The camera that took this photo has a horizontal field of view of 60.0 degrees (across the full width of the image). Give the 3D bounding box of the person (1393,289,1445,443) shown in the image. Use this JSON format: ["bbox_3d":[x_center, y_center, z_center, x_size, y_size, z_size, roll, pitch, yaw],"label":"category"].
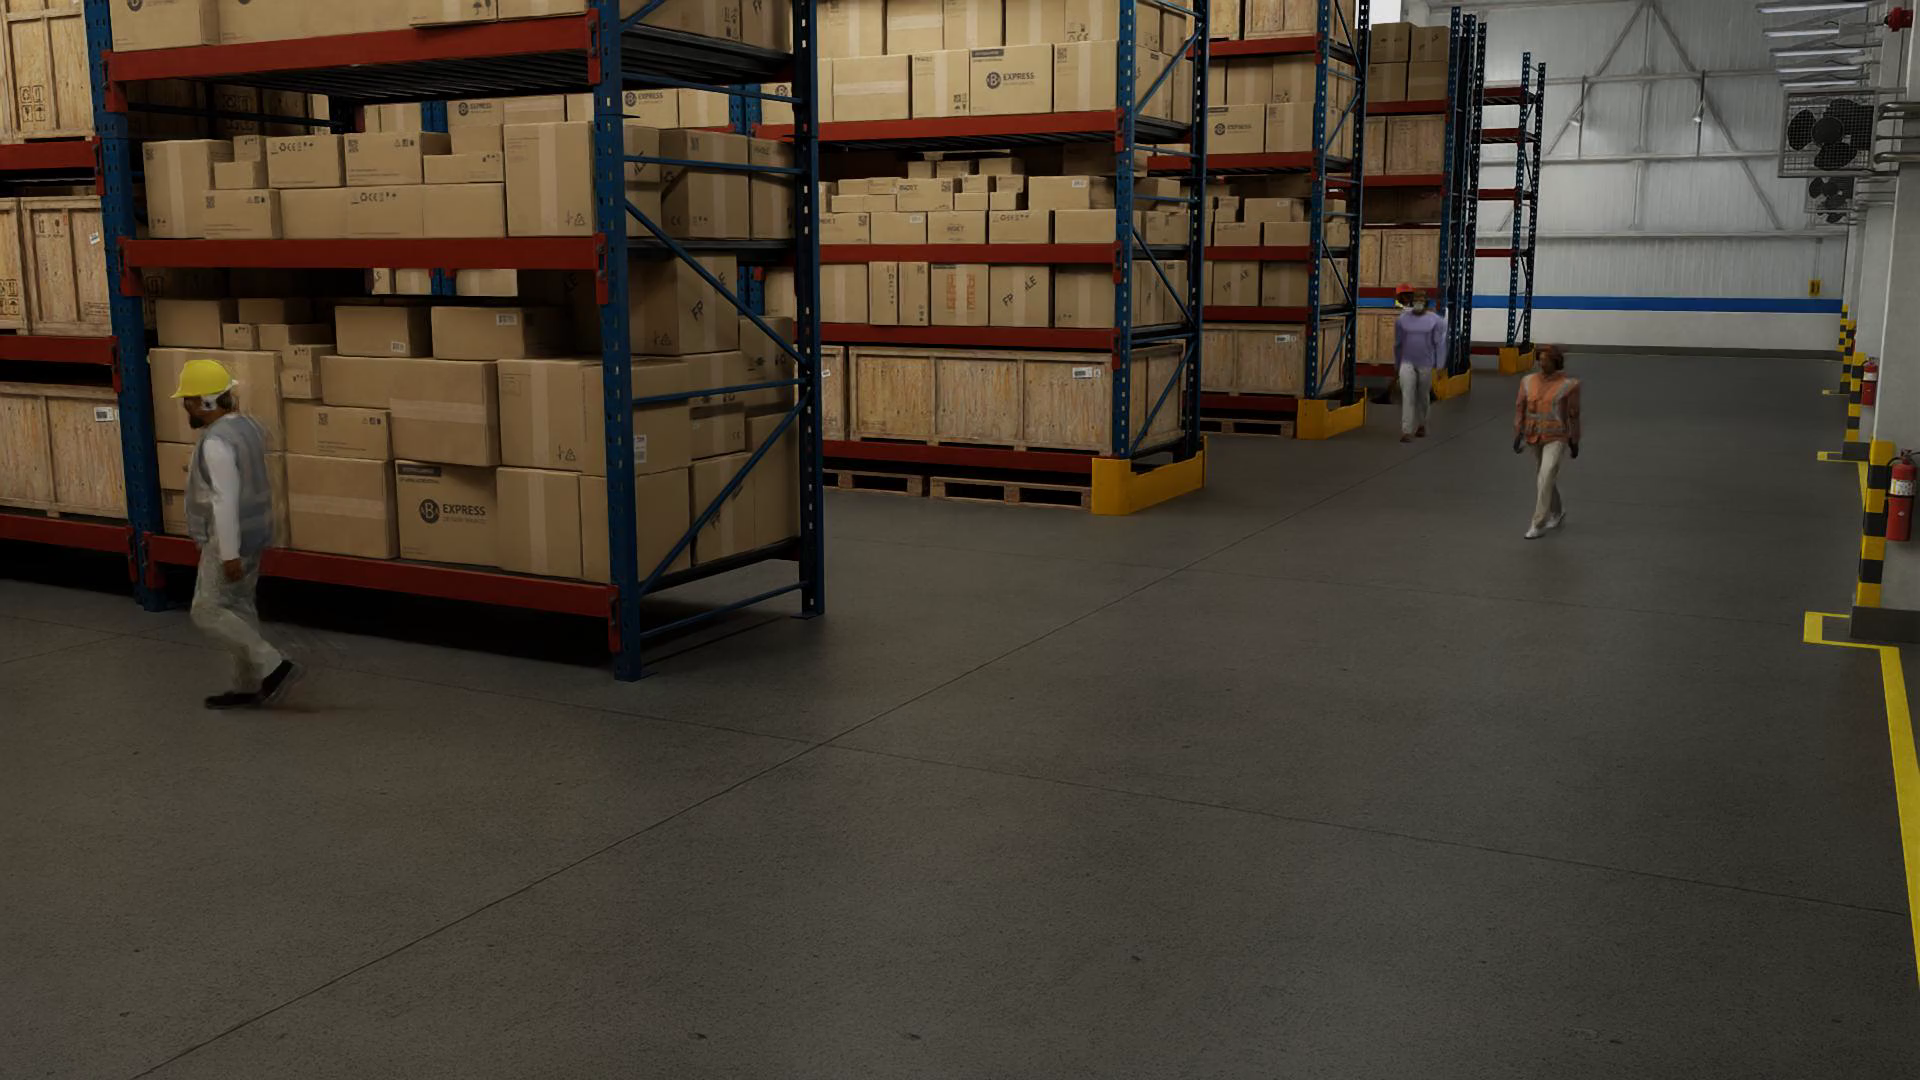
[{"bbox_3d":[5.723,-2.185,20.771,0.642,1.897,1.025,4,11,23],"label":"person"}]

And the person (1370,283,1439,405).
[{"bbox_3d":[6.906,-2.998,25.538,1.002,1.883,0.564,2,10,12],"label":"person"}]

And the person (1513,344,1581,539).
[{"bbox_3d":[4.906,-0.839,13.831,0.875,1.593,0.497,-9,13,-42],"label":"person"}]

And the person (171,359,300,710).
[{"bbox_3d":[-3.672,-0.009,8.392,0.467,1.810,0.588,-1,10,-6],"label":"person"}]
